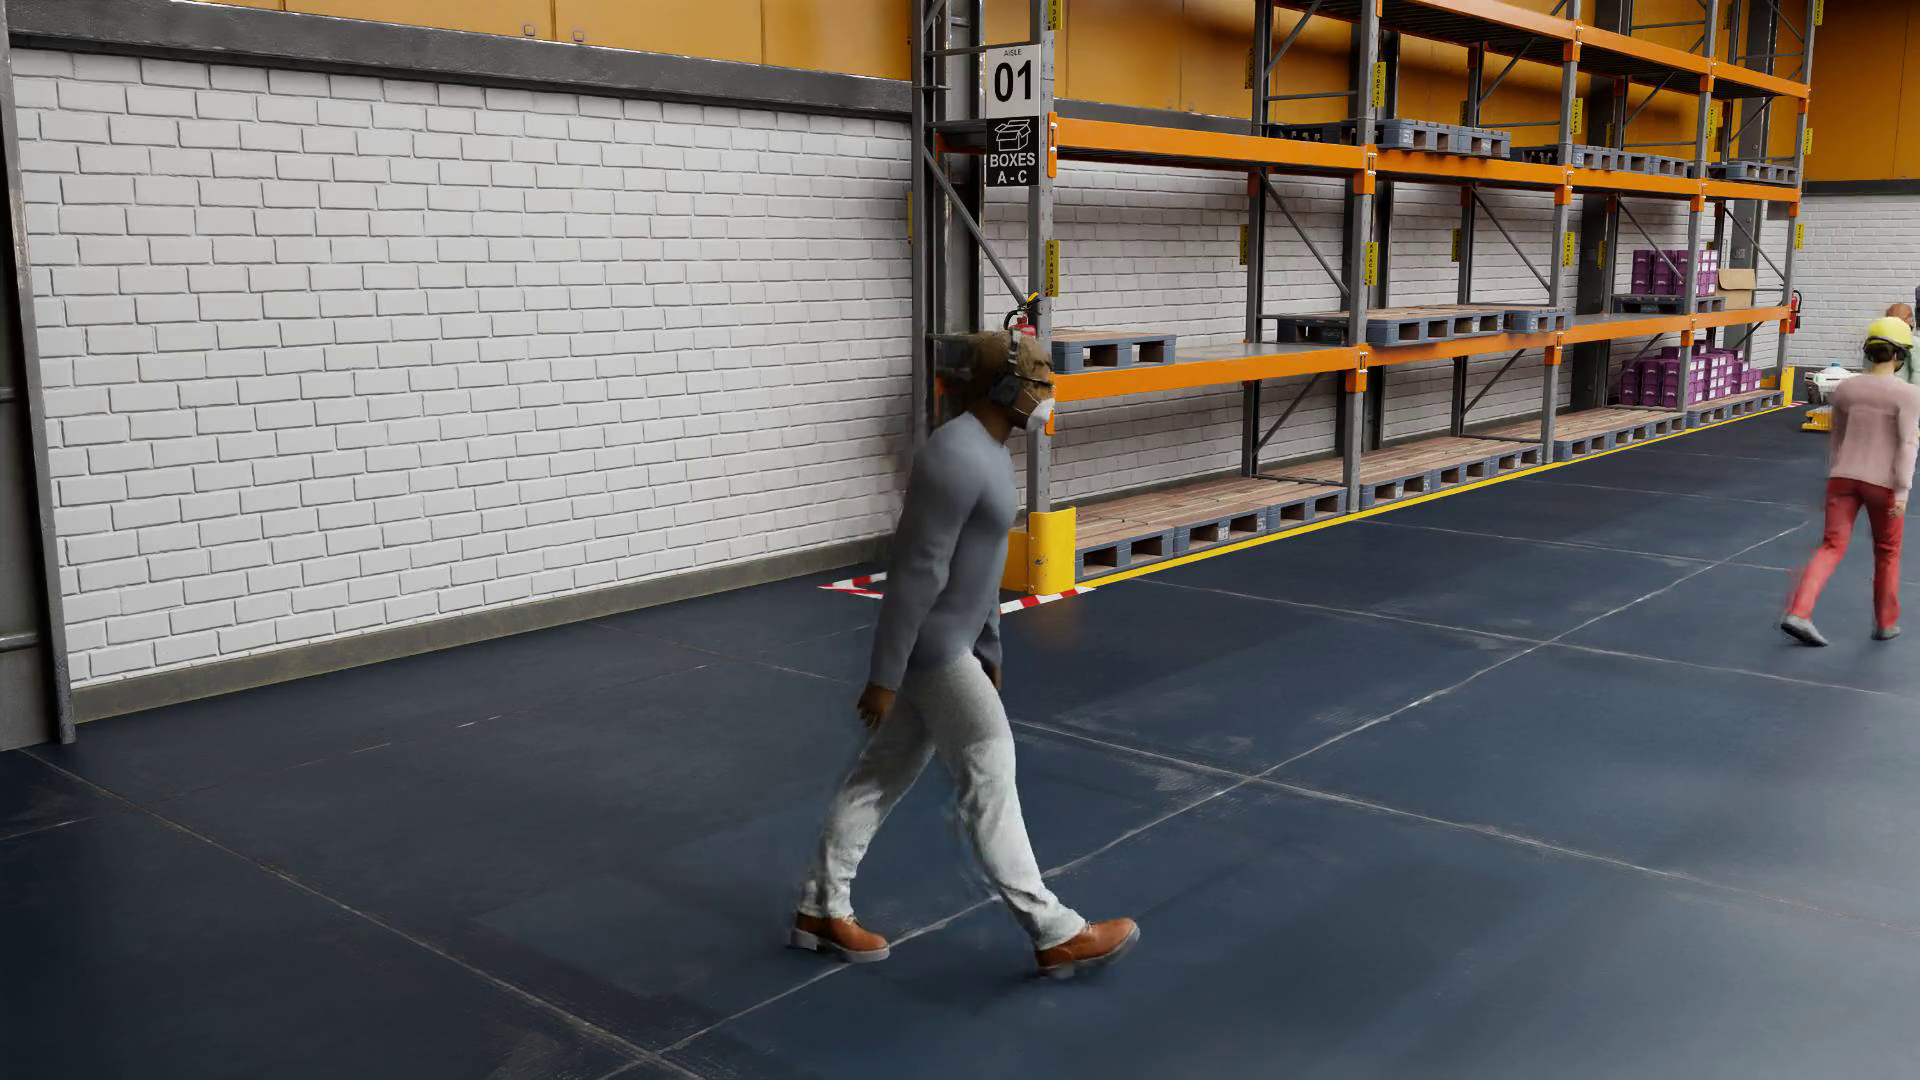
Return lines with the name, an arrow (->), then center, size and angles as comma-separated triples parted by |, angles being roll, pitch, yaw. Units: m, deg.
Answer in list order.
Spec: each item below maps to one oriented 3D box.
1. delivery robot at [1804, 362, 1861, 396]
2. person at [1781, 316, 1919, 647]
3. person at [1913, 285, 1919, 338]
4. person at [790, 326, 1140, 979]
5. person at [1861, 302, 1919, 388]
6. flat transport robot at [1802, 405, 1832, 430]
delivery robot -> 11.627, -2.121, 22.117 | 0.707, 0.478, 0.477 | 0, 10, -3
person -> 4.698, -0.299, 8.676 | 0.817, 1.725, 0.525 | -6, 12, -30
person -> 13.270, -2.852, 22.789 | 1.068, 1.869, 0.684 | -3, 10, -17
person -> -0.022, 0.334, 4.716 | 1.057, 1.855, 0.658 | 1, 10, 4
person -> 7.979, -1.228, 14.285 | 0.631, 1.620, 0.509 | -6, 12, -31
flat transport robot -> 10.172, -1.395, 19.061 | 0.652, 0.197, 1.431 | 8, 13, 38
